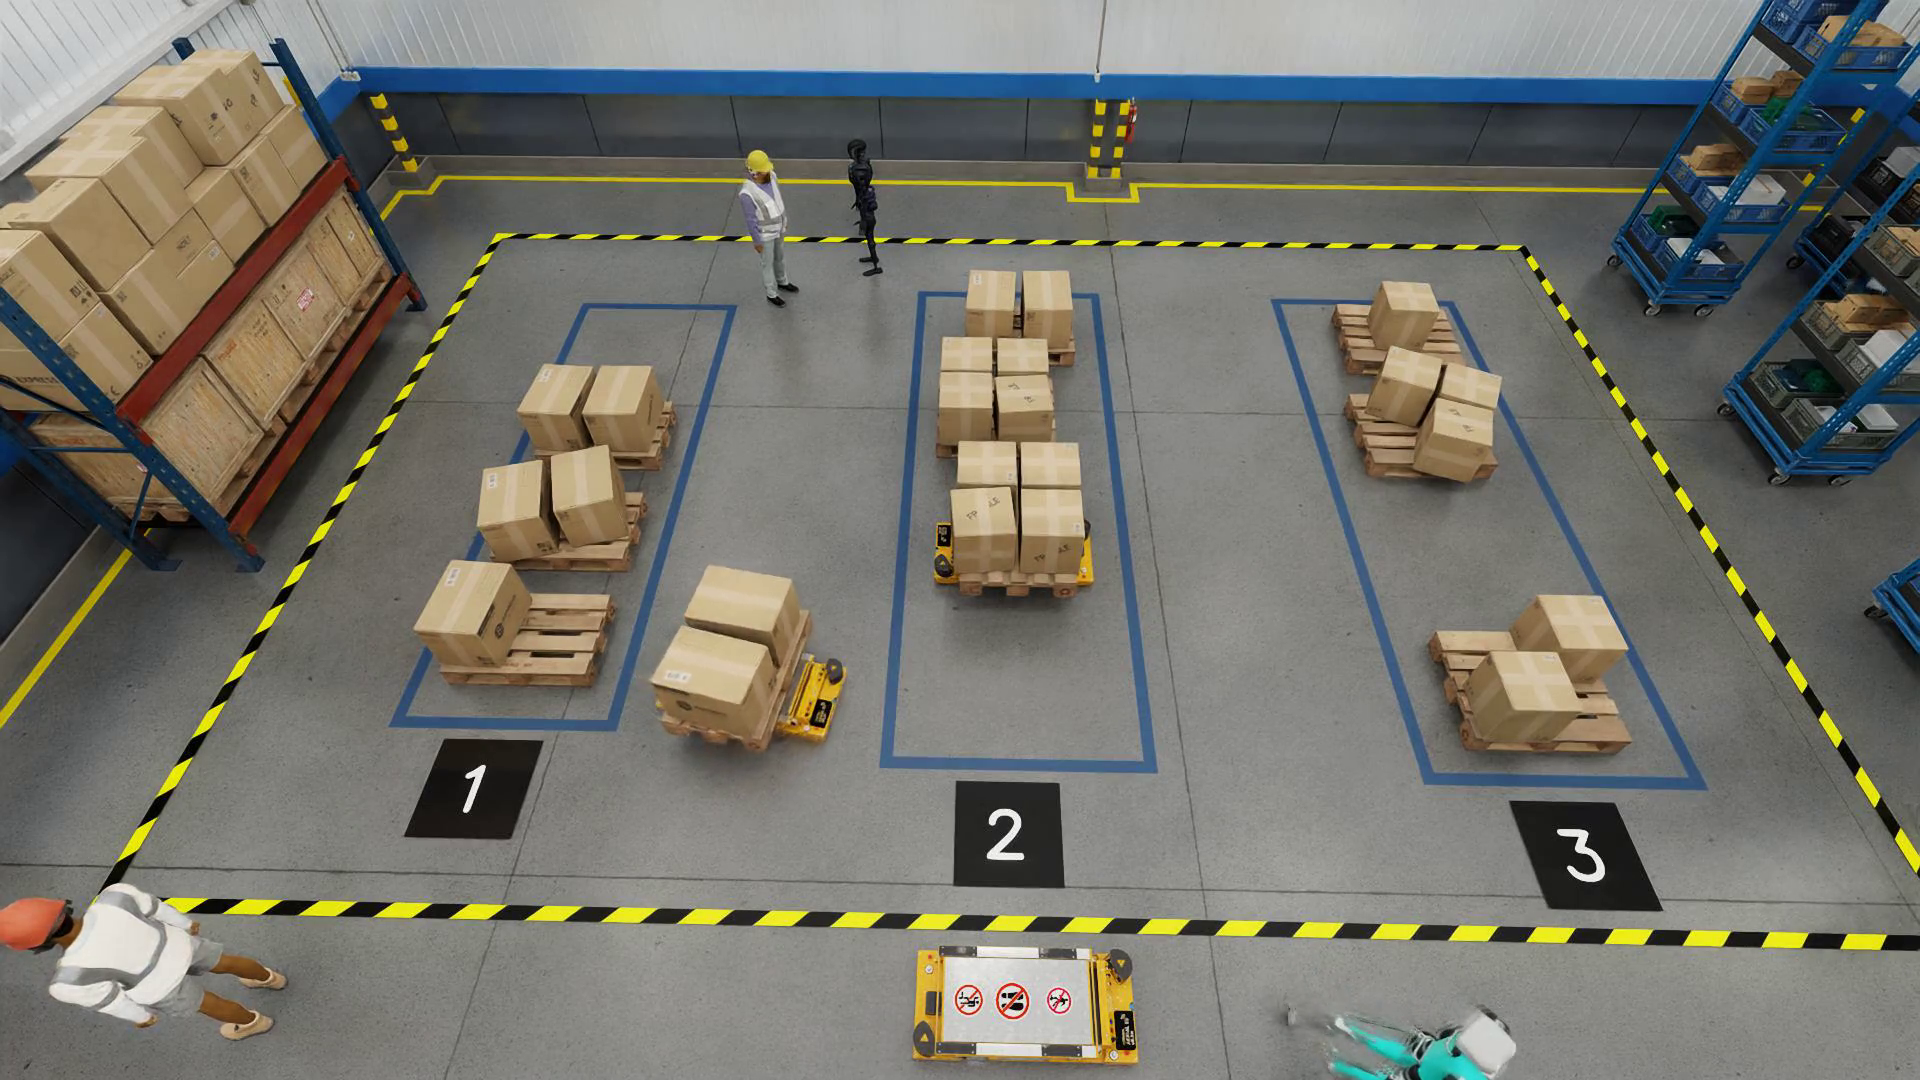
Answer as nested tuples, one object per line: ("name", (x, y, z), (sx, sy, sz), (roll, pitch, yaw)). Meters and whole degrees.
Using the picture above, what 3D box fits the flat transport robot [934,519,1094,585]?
("flat transport robot", (0.490, 0.087, 8.397), (1.431, 0.197, 0.652), (1, 51, 1))

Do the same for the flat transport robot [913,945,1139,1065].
("flat transport robot", (0.422, 3.041, 6.007), (1.431, 0.231, 0.659), (1, 51, 1))

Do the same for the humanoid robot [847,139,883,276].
("humanoid robot", (-1.125, -3.892, 10.741), (0.315, 1.655, 0.599), (-7, 51, -6))

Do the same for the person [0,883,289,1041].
("person", (-4.673, 2.482, 5.322), (0.380, 2.041, 0.604), (-2, 51, -2))

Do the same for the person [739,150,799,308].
("person", (-2.145, -3.511, 10.338), (0.404, 1.831, 0.598), (20, 53, 15))

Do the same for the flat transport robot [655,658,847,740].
("flat transport robot", (-1.710, 1.181, 7.505), (1.431, 0.197, 0.652), (9, 51, 7))

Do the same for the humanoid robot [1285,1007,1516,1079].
("humanoid robot", (2.353, 2.844, 5.252), (0.549, 1.819, 0.887), (-36, 59, -26))

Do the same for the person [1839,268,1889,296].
("person", (9.742, -2.749, 9.721), (0.558, 1.829, 0.938), (4, 51, 4))
